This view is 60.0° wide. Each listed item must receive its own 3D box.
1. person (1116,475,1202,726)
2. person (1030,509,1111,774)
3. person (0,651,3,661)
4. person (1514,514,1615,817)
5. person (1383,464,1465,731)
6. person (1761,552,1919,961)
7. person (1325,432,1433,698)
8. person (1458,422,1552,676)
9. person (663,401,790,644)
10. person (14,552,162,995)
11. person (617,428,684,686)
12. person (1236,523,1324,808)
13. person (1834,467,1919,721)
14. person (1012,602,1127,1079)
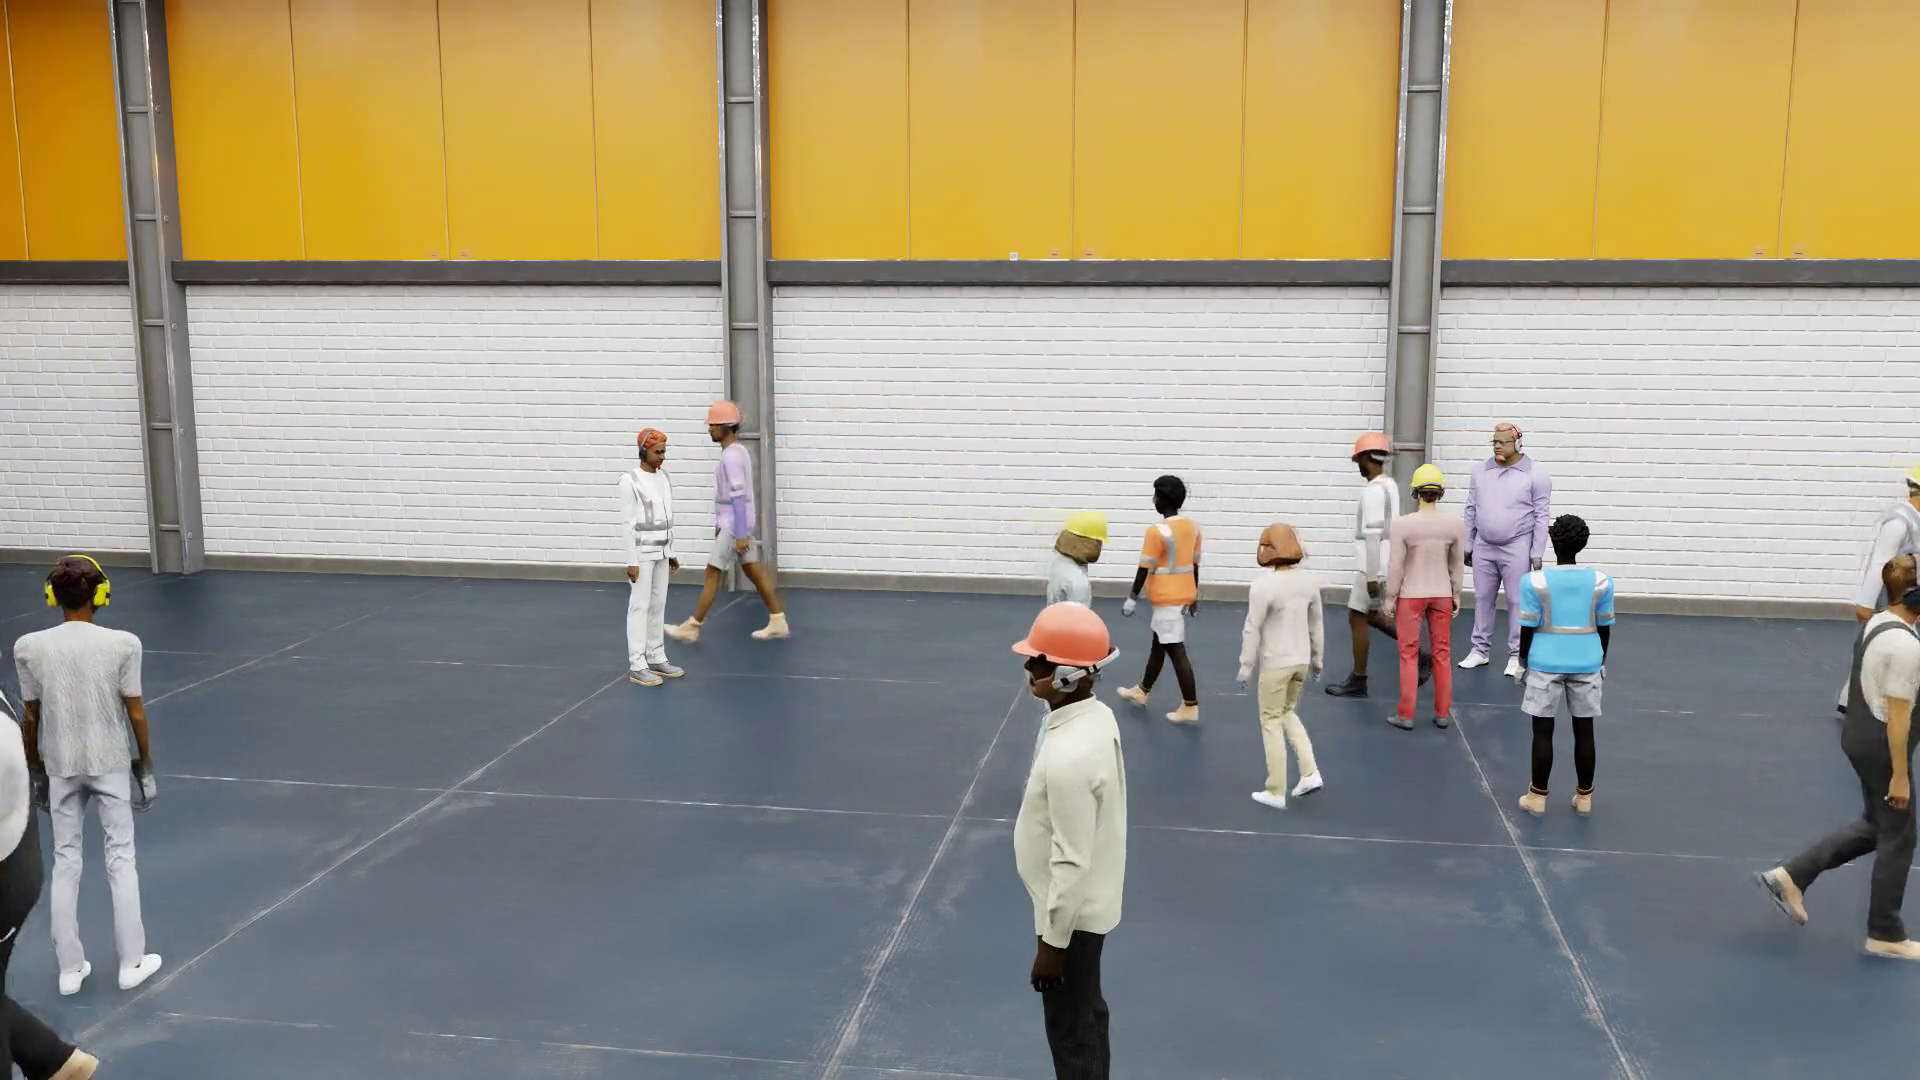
[{"bbox_3d":[1.320,0.391,11.221,0.813,1.658,0.547,7,12,37],"label":"person"},{"bbox_3d":[0.626,0.665,9.383,0.520,1.712,0.514,-1,9,-7],"label":"person"},{"bbox_3d":[-7.644,-0.026,12.661,0.395,2.040,0.609,2,9,13],"label":"person"},{"bbox_3d":[3.343,0.701,9.229,0.530,1.697,0.321,0,9,3],"label":"person"},{"bbox_3d":[3.060,0.379,11.006,0.533,1.767,0.323,-1,9,-7],"label":"person"},{"bbox_3d":[3.997,0.948,7.323,0.619,1.826,0.507,3,10,16],"label":"person"},{"bbox_3d":[3.044,0.187,11.821,0.668,1.895,0.595,5,10,27],"label":"person"},{"bbox_3d":[4.075,0.065,12.507,0.652,1.906,0.402,9,13,42],"label":"person"},{"bbox_3d":[-1.886,-0.137,13.521,1.068,1.983,0.633,0,9,-2],"label":"person"},{"bbox_3d":[-3.658,0.982,7.005,0.499,1.861,0.311,-2,9,-13],"label":"person"},{"bbox_3d":[-2.276,0.115,12.262,0.356,1.887,0.573,4,10,23],"label":"person"},{"bbox_3d":[1.827,0.713,9.400,0.538,1.615,0.343,-7,11,-35],"label":"person"},{"bbox_3d":[6.176,0.379,10.925,0.725,1.784,0.612,8,12,40],"label":"person"},{"bbox_3d":[0.346,1.179,5.362,0.375,1.997,0.611,2,9,10],"label":"person"}]
